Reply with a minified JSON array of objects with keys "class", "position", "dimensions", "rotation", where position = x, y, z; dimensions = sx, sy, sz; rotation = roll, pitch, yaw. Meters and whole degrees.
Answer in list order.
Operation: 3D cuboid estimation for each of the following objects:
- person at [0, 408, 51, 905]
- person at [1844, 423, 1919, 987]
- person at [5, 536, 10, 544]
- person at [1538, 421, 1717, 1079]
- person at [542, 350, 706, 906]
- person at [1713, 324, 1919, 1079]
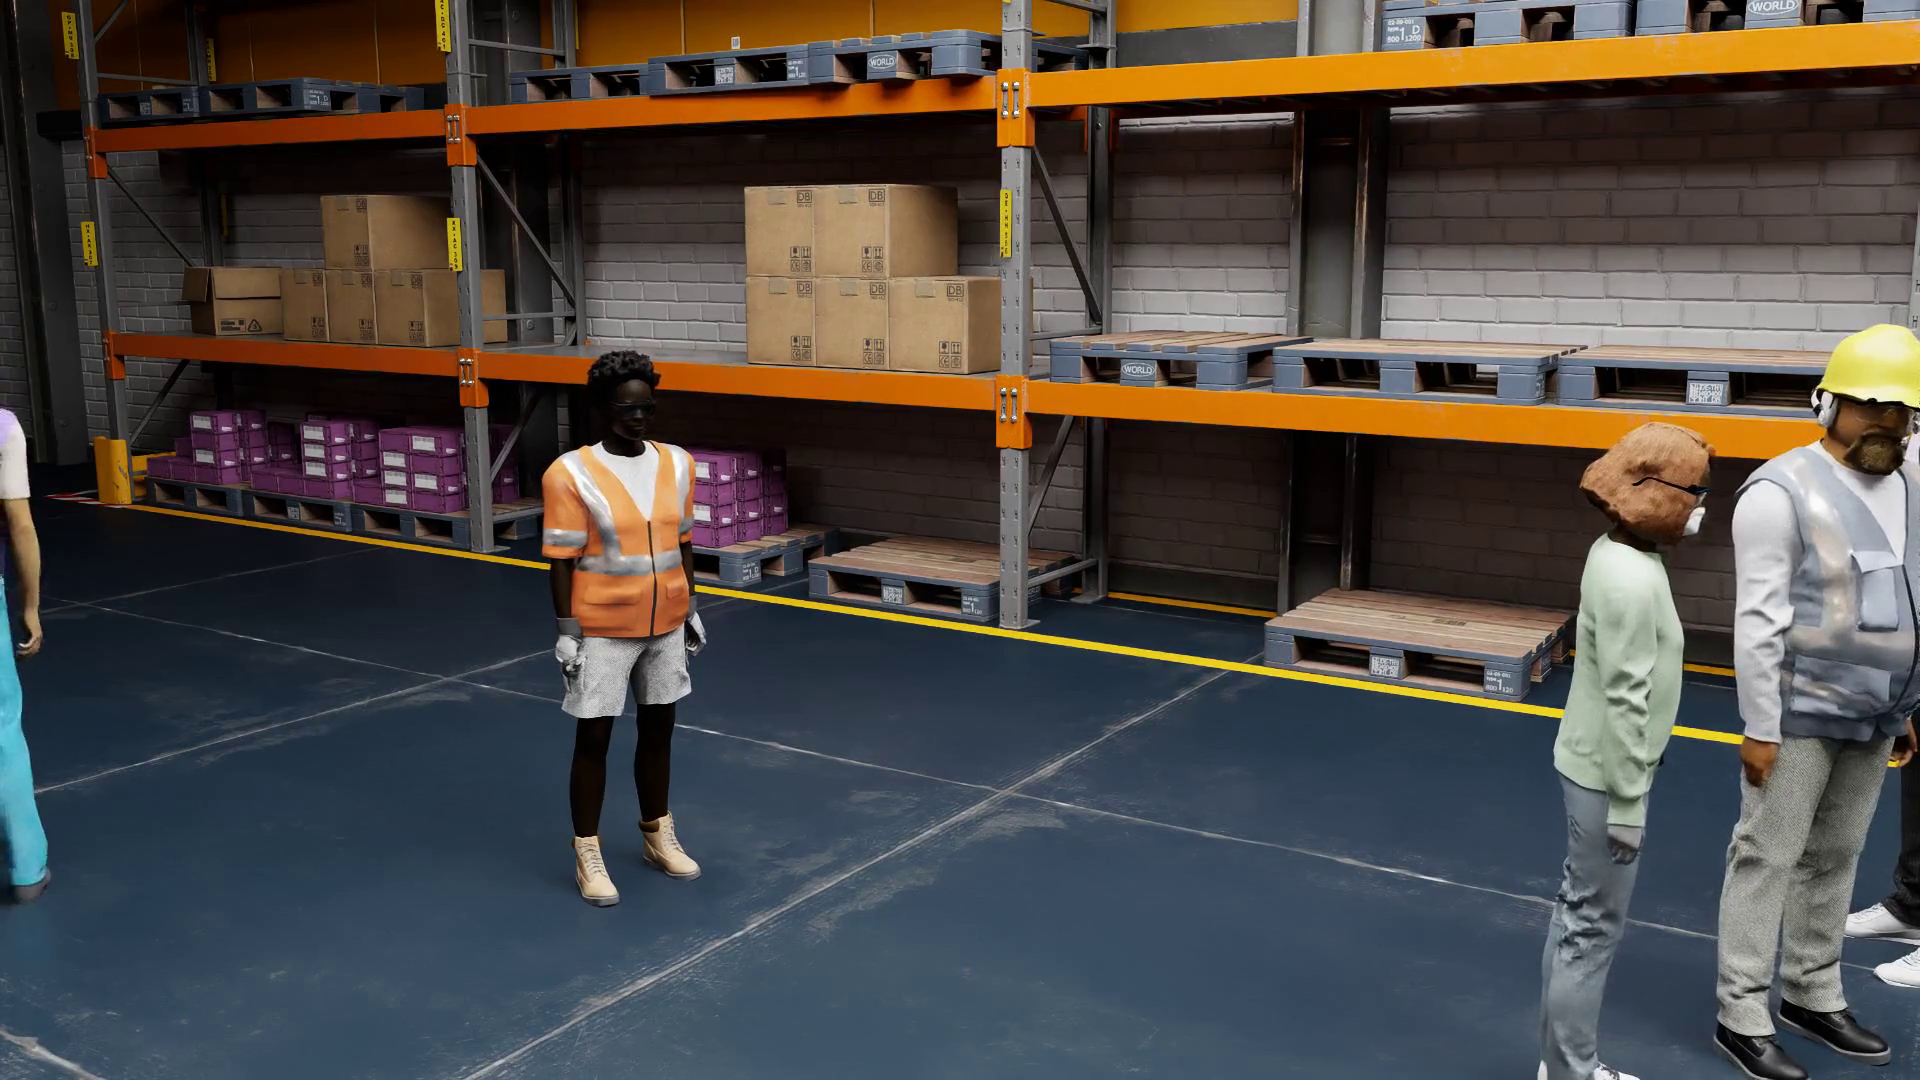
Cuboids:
[{"class":"person","position":[-3.129,0.219,5.091],"dimensions":[0.568,1.807,0.543],"rotation":[-4,11,-20]},{"class":"person","position":[2.711,0.260,4.525],"dimensions":[0.391,1.920,0.585],"rotation":[1,10,7]},{"class":"person","position":[-6.511,-0.888,10.847],"dimensions":[0.371,1.933,0.550],"rotation":[4,11,19]},{"class":"person","position":[1.486,0.545,3.739],"dimensions":[0.292,1.632,0.501],"rotation":[3,11,18]},{"class":"person","position":[-1.021,0.261,5.132],"dimensions":[0.540,1.697,0.316],"rotation":[-9,14,-42]},{"class":"person","position":[2.105,0.399,4.008],"dimensions":[0.592,1.828,0.404],"rotation":[-5,11,-24]}]
